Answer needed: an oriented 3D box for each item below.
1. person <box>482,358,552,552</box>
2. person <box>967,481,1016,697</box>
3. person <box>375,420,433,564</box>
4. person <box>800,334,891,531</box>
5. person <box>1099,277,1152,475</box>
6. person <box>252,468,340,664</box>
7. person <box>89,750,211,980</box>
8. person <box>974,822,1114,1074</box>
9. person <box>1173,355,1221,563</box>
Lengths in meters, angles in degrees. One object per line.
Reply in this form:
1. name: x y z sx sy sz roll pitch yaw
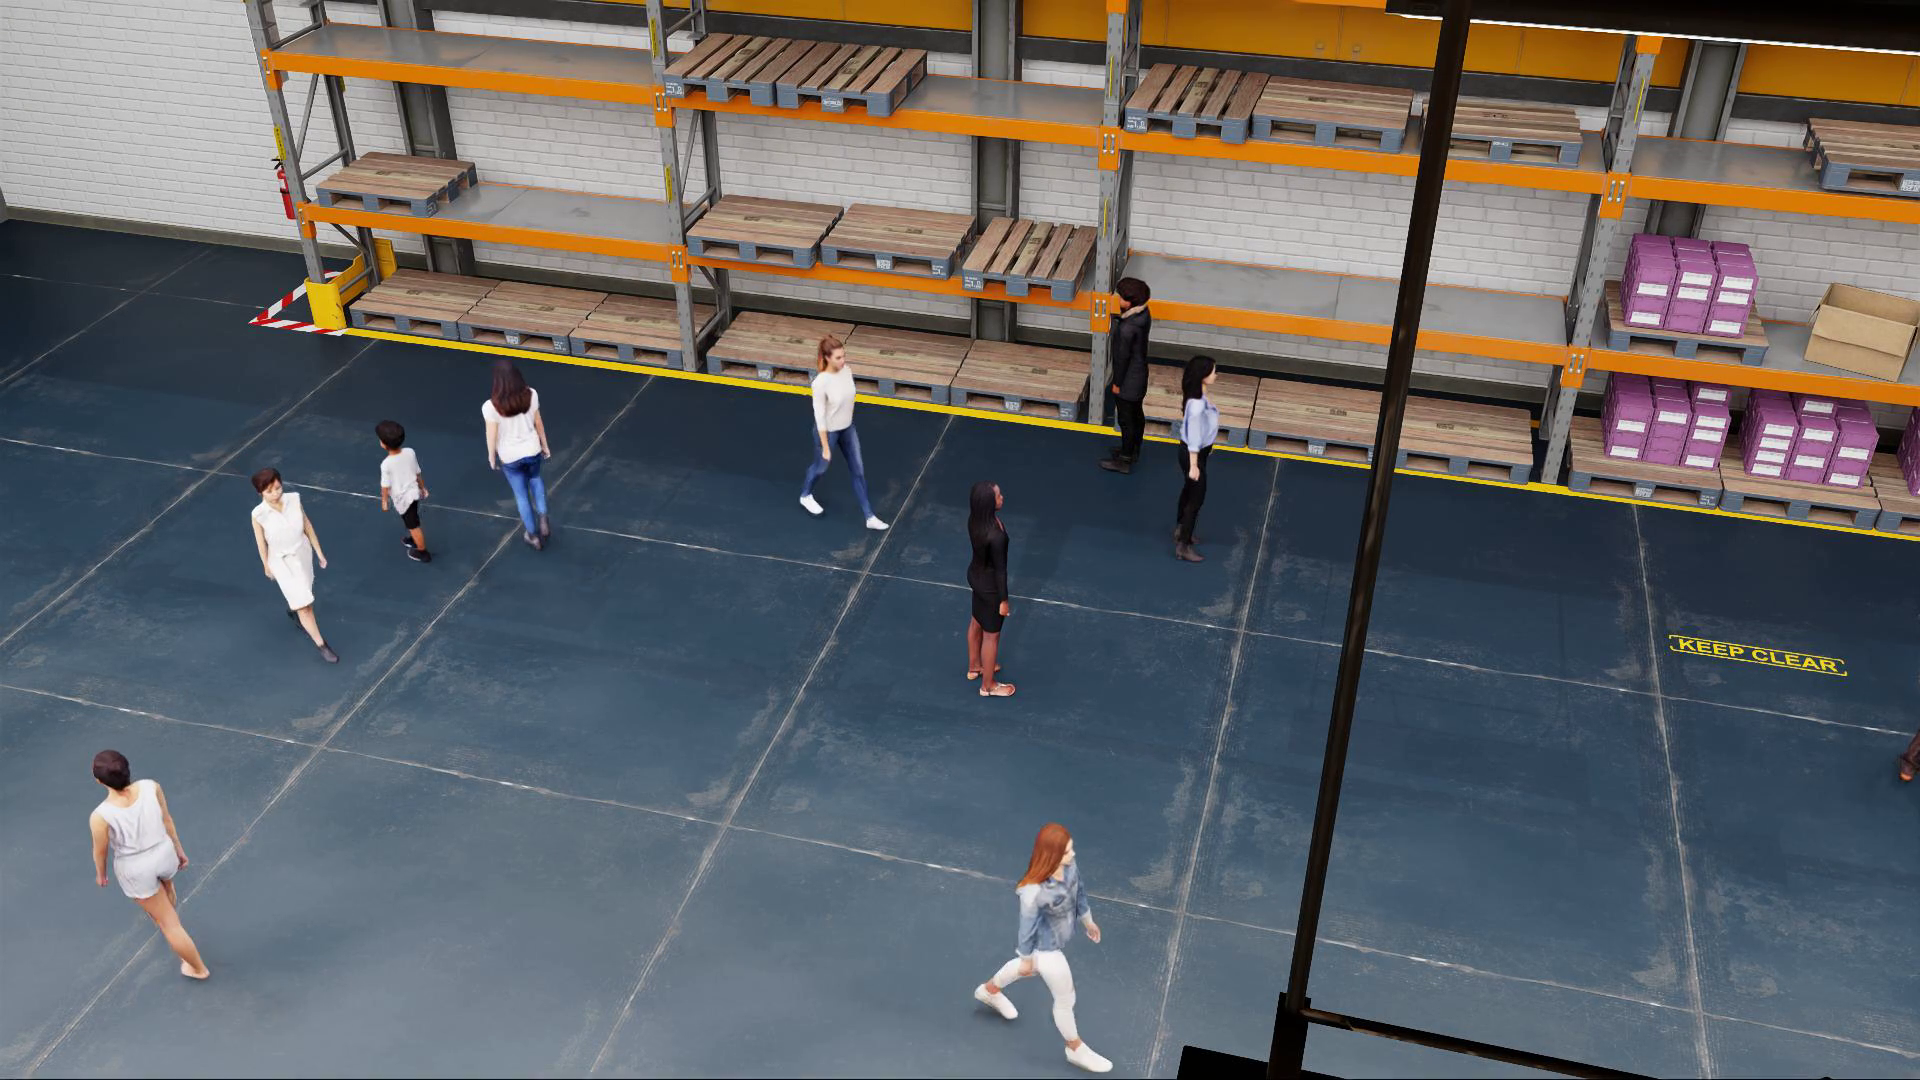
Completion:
1. person: -3.418 -0.616 13.087 0.731 1.673 0.775 -21 39 -29
2. person: 0.199 0.325 11.630 0.705 1.721 0.685 -12 35 -17
3. person: -4.321 -0.359 13.087 0.674 1.247 0.592 18 38 25
4. person: -1.083 -0.871 13.473 1.230 1.671 0.964 26 41 33
5. person: 1.465 -1.404 14.183 0.610 1.773 0.641 13 36 19
6. person: -4.900 0.124 12.119 1.071 1.513 0.792 24 40 31
7. person: -4.556 1.877 9.422 1.076 1.580 0.811 21 39 28
8. person: 0.389 2.123 8.974 1.168 1.666 0.779 15 37 22
9. person: 1.808 -0.665 13.100 0.570 1.741 0.688 5 34 8
